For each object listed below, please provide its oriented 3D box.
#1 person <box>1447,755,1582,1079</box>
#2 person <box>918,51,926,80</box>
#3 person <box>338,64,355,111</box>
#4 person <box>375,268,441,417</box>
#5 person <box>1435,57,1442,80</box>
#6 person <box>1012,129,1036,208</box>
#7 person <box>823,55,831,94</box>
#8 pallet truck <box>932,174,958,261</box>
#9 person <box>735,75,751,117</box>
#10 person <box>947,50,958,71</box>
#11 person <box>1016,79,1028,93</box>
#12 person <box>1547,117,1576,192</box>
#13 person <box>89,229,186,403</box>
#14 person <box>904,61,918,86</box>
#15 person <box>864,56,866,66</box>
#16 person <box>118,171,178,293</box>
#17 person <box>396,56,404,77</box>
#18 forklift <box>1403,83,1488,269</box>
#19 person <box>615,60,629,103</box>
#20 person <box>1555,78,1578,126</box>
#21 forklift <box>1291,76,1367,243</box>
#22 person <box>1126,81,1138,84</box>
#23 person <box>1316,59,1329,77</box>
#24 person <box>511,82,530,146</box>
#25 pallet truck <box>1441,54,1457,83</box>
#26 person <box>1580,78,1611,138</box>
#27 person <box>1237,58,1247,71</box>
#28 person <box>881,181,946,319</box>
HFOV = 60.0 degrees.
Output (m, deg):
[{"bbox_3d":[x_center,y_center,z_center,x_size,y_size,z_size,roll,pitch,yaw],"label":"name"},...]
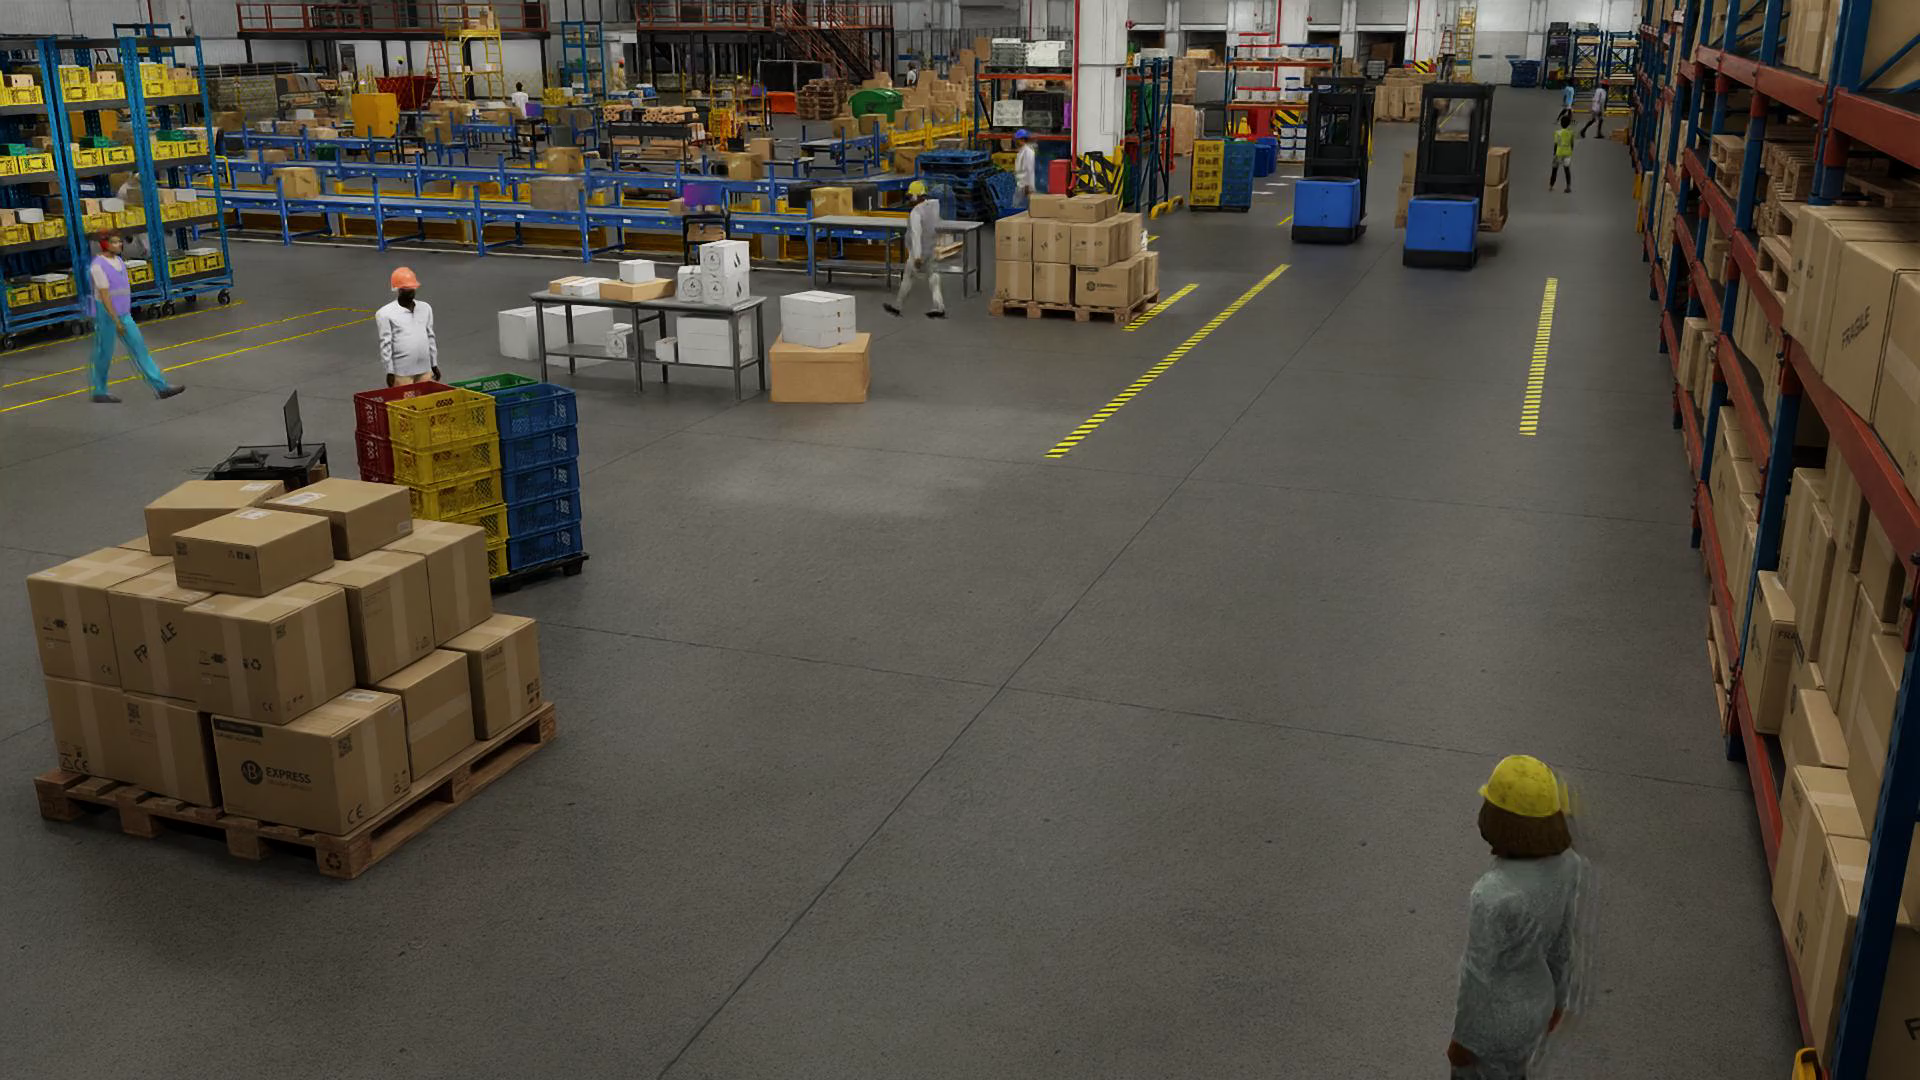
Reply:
[{"bbox_3d":[1.776,1.509,5.288,0.488,1.732,0.480,-14,22,-37],"label":"person"},{"bbox_3d":[-2.106,-28.050,98.269,0.850,1.653,0.552,1,18,2],"label":"person"},{"bbox_3d":[-24.863,-18.336,67.444,0.581,1.859,0.841,-3,18,-8],"label":"person"},{"bbox_3d":[-4.905,-1.561,14.889,0.329,1.751,0.571,13,22,35],"label":"person"},{"bbox_3d":[22.886,-22.164,79.524,0.973,1.837,0.529,-1,18,-4],"label":"person"},{"bbox_3d":[1.253,-6.448,30.023,0.960,1.901,0.639,-6,19,-18],"label":"person"},{"bbox_3d":[-5.963,-20.750,74.733,0.517,2.026,0.637,-7,19,-22],"label":"person"},{"bbox_3d":[-0.507,-5.292,27.348,0.653,1.274,1.630,6,19,19],"label":"pallet truck"},{"bbox_3d":[-7.742,-15.622,59.080,0.726,1.744,0.527,13,22,36],"label":"person"},{"bbox_3d":[-0.405,-25.947,91.306,0.574,1.881,0.999,-2,18,-7],"label":"person"},{"bbox_3d":[2.354,-17.929,66.042,0.660,1.921,0.545,-17,24,-42],"label":"person"},{"bbox_3d":[13.551,-8.656,37.333,0.536,1.657,0.856,-3,18,-8],"label":"person"},{"bbox_3d":[-8.590,-2.285,17.083,0.964,1.795,0.567,1,18,3],"label":"person"},{"bbox_3d":[-1.948,-17.818,65.505,0.538,2.000,0.683,6,19,18],"label":"person"},{"bbox_3d":[-5.565,-26.514,93.172,0.635,1.829,0.431,-6,19,-19],"label":"person"},{"bbox_3d":[-11.780,-4.522,24.006,0.960,1.870,0.635,5,18,16],"label":"person"},{"bbox_3d":[-25.590,-21.143,76.141,0.384,1.922,0.593,-7,19,-20],"label":"person"},{"bbox_3d":[7.785,-5.833,26.485,1.129,2.768,1.873,6,19,19],"label":"forklift"},{"bbox_3d":[-14.733,-19.966,72.513,0.989,1.891,0.563,3,18,8],"label":"person"},{"bbox_3d":[21.537,-15.522,58.922,0.862,1.654,0.543,14,23,38],"label":"person"},{"bbox_3d":[6.598,-6.755,29.381,1.129,2.768,1.873,6,19,19],"label":"forklift"},{"bbox_3d":[9.619,-26.507,93.074,0.616,1.870,0.995,-16,24,-42],"label":"person"},{"bbox_3d":[18.659,-24.235,85.767,0.642,1.974,0.631,-13,22,-35],"label":"person"},{"bbox_3d":[-13.195,-12.807,50.036,0.518,1.874,0.329,-2,18,-7],"label":"person"},{"bbox_3d":[22.765,-21.886,78.355,0.823,1.965,1.885,-4,18,-14],"label":"pallet truck"},{"bbox_3d":[20.204,-13.696,52.811,0.807,1.892,0.607,-2,18,-7],"label":"person"},{"bbox_3d":[14.795,-24.646,87.281,0.622,1.845,0.429,-10,20,-28],"label":"person"},{"bbox_3d":[-0.588,-3.810,21.906,0.925,1.781,0.617,9,20,25],"label":"person"}]
